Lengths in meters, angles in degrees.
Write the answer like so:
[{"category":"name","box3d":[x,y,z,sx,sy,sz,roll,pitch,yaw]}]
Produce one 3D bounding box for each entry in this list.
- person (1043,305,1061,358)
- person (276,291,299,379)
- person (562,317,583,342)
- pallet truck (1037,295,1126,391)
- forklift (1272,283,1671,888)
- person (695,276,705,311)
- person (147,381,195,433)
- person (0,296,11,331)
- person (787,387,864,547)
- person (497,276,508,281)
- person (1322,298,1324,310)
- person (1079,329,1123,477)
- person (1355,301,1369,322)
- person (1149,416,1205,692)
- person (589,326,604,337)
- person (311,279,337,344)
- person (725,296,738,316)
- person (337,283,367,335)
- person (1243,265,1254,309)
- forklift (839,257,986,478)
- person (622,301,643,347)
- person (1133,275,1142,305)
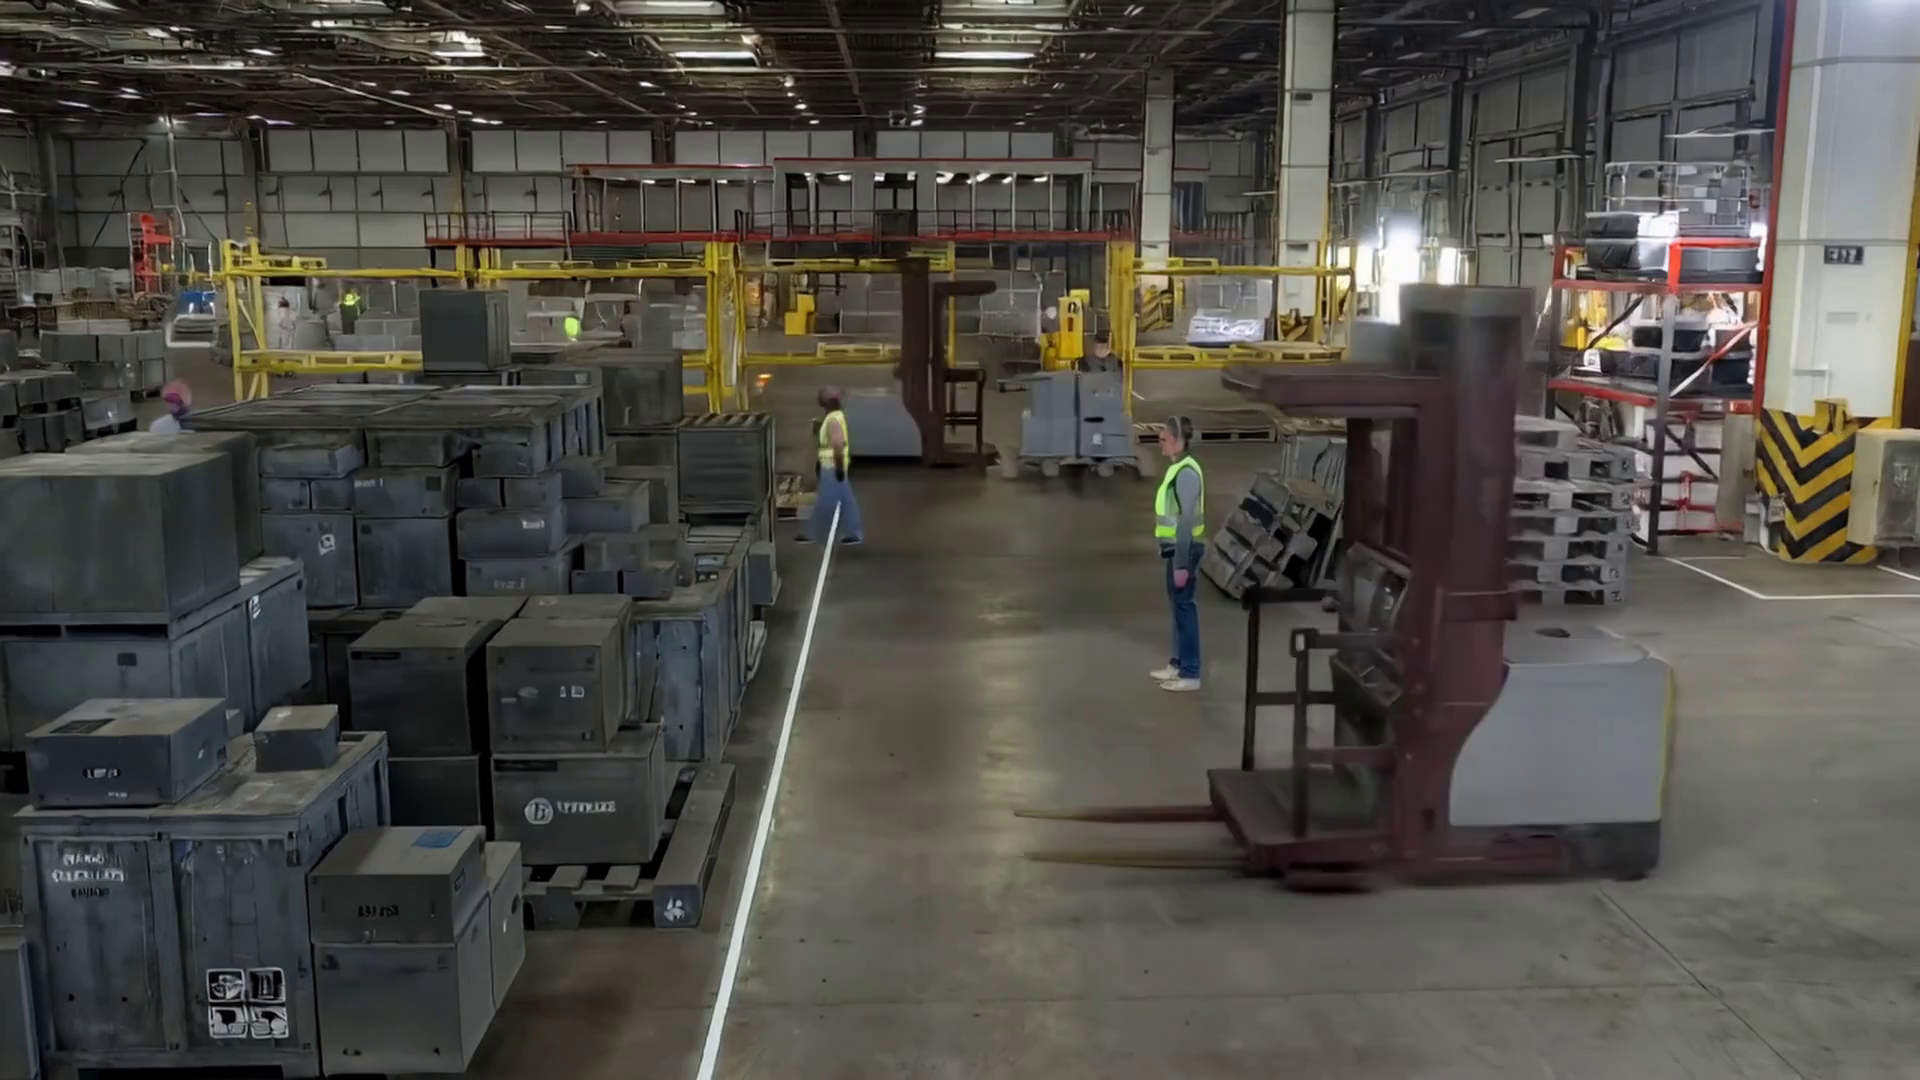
[{"category":"person","box3d":[1.965,-4.156,35.446,0.380,1.685,0.560,8,13,36]},{"category":"person","box3d":[-14.968,-4.553,36.955,0.552,1.942,0.342,4,11,22]},{"category":"person","box3d":[-6.163,-2.636,26.550,0.345,1.846,0.506,5,11,26]},{"category":"pallet truck","box3d":[2.483,-3.881,33.060,1.885,1.965,0.823,-7,13,-36]},{"category":"forklift","box3d":[2.384,0.159,8.097,1.873,2.768,1.129,-1,10,-3]},{"category":"person","box3d":[-8.845,-7.981,56.107,0.623,1.918,0.586,-7,12,-34]},{"category":"person","box3d":[-6.498,-0.403,14.011,0.651,1.890,1.033,1,10,6]},{"category":"person","box3d":[-22.868,-4.945,39.634,0.526,1.769,0.328,1,10,5]},{"category":"person","box3d":[-1.345,-0.722,16.577,0.830,1.602,0.535,-1,10,-3]},{"category":"person","box3d":[-20.135,-11.021,73.176,0.583,1.879,0.347,-5,11,-26]},{"category":"person","box3d":[9.190,-5.697,43.313,0.605,1.948,0.384,1,10,6]},{"category":"person","box3d":[1.818,-1.768,21.514,0.584,1.917,0.381,-1,10,-6]},{"category":"person","box3d":[8.929,-4.496,37.276,0.859,1.700,0.512,6,12,32]},{"category":"person","box3d":[1.484,0.092,11.279,0.351,1.878,0.569,0,10,1]},{"category":"person","box3d":[-4.929,-1.931,22.466,0.595,1.908,0.392,3,11,15]},{"category":"person","box3d":[-18.351,-6.518,47.835,0.679,1.966,0.517,7,12,34]},{"category":"person","box3d":[-4.876,-4.373,36.142,0.316,1.875,0.531,6,12,28]},{"category":"person","box3d":[-15.156,-5.397,41.387,0.693,2.000,0.539,0,10,2]},{"category":"person","box3d":[12.954,-11.370,74.871,0.655,1.958,0.869,-1,10,-4]},{"category":"forklift","box3d":[-0.601,-2.240,21.460,1.873,2.768,1.129,0,10,1]},{"category":"person","box3d":[-6.276,-3.598,31.792,0.398,1.904,0.784,-1,10,-3]},{"category":"person","box3d":[7.147,-9.703,66.032,0.523,1.808,0.644,6,12,30]}]
